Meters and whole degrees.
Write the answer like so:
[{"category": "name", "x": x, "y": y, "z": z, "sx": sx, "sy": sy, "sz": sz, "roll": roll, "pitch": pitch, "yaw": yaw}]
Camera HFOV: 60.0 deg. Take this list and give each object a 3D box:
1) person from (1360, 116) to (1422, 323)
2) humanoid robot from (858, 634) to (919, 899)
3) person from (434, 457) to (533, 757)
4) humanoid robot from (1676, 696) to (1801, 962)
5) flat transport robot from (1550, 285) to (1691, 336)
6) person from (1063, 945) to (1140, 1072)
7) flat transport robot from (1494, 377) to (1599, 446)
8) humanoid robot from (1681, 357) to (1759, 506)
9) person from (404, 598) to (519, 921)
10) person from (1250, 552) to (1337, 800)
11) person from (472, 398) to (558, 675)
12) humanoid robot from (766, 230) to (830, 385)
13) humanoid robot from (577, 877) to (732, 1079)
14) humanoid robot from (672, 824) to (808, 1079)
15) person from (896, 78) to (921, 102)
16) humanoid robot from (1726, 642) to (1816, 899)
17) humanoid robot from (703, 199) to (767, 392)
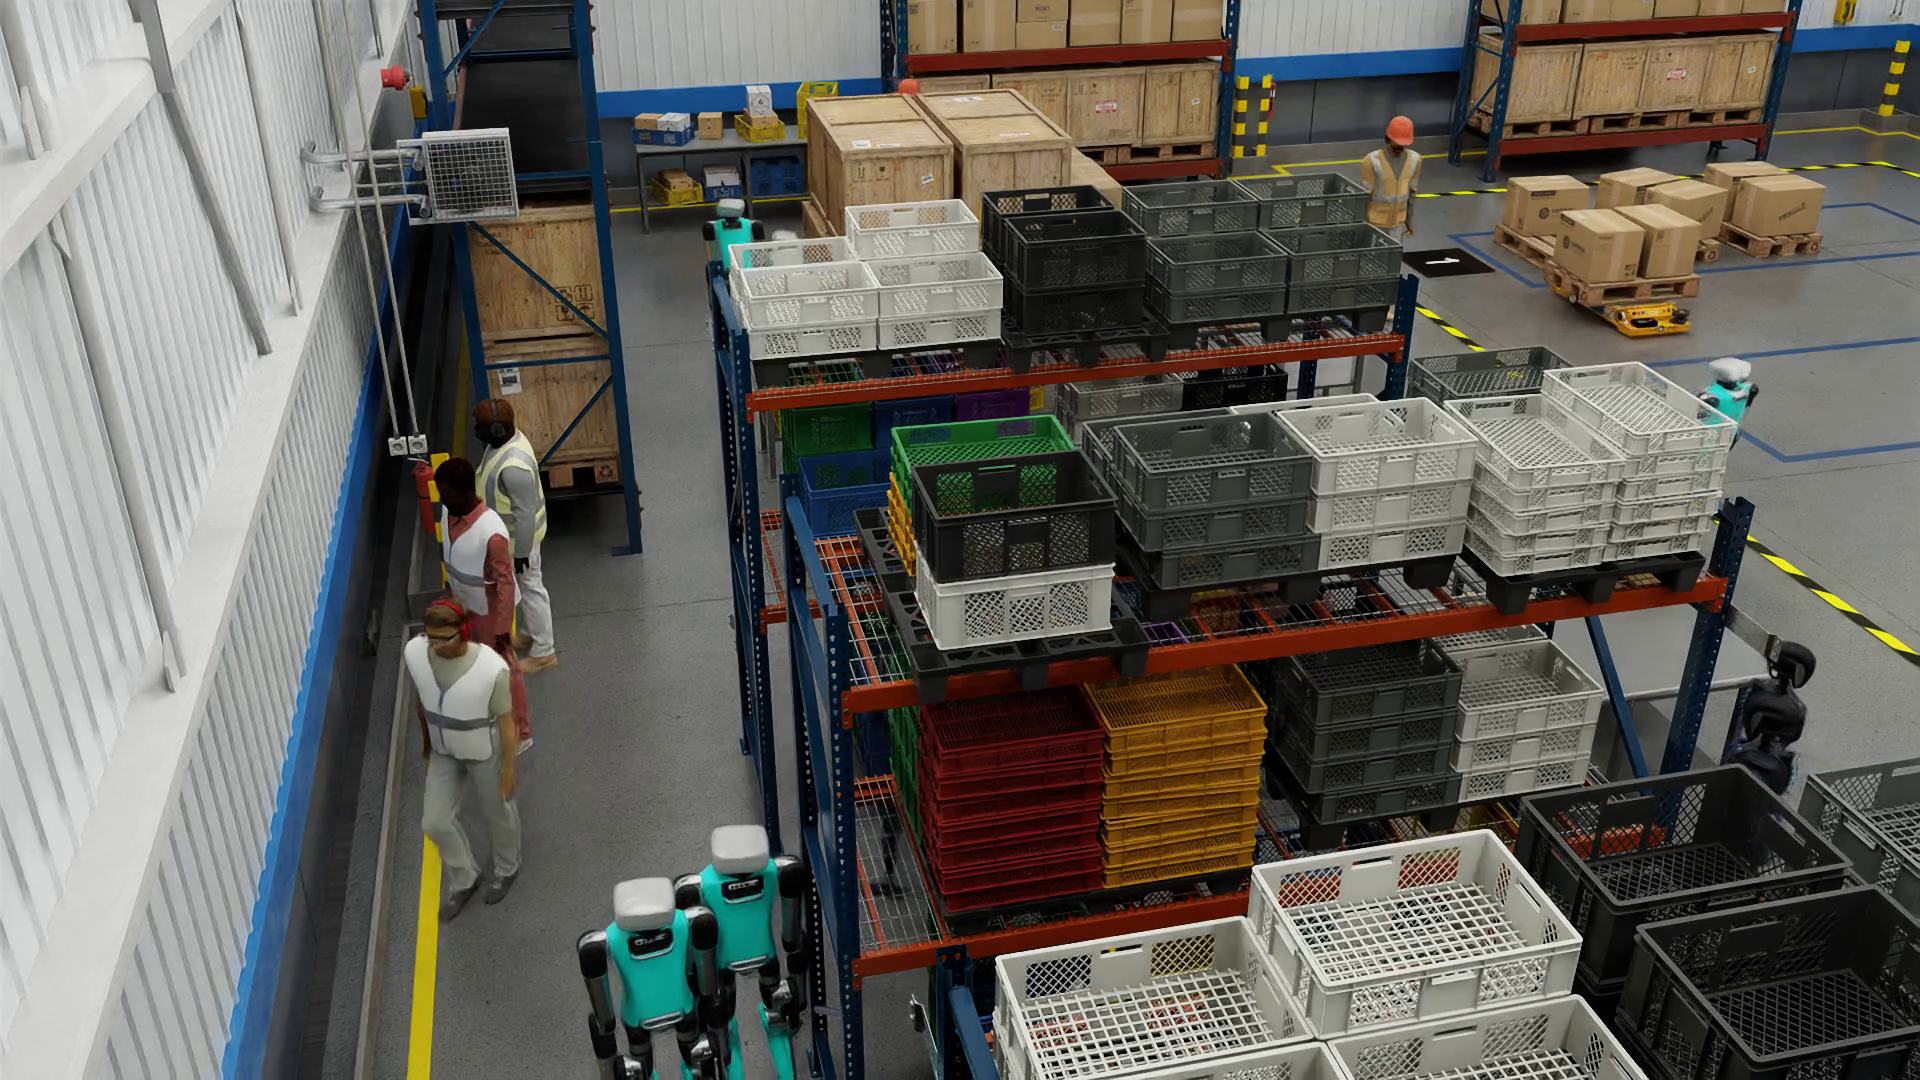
[{"category": "person", "x": 4.103, "y": -3.062, "z": 15.968, "sx": 0.607, "sy": 2.032, "sz": 0.403, "roll": -6, "pitch": 28, "yaw": -12}, {"category": "humanoid robot", "x": -0.182, "y": 1.195, "z": 8.320, "sx": 0.724, "sy": 1.641, "sz": 0.616, "roll": 3, "pitch": 28, "yaw": 7}, {"category": "person", "x": -2.735, "y": 0.388, "z": 9.548, "sx": 0.393, "sy": 1.914, "sz": 0.587, "roll": -25, "pitch": 37, "yaw": -38}, {"category": "humanoid robot", "x": 3.615, "y": 1.432, "z": 7.806, "sx": 0.357, "sy": 1.650, "sz": 0.600, "roll": 16, "pitch": 32, "yaw": 28}, {"category": "flat transport robot", "x": 6.560, "y": -2.386, "z": 16.544, "sx": 0.652, "sy": 0.197, "sz": 1.431, "roll": -6, "pitch": 28, "yaw": -12}, {"category": "person", "x": 0.533, "y": 2.213, "z": 6.132, "sx": 0.329, "sy": 1.872, "sz": 0.506, "roll": -6, "pitch": 28, "yaw": -11}, {"category": "flat transport robot", "x": 4.780, "y": -1.036, "z": 14.013, "sx": 0.659, "sy": 0.231, "sz": 1.431, "roll": -6, "pitch": 28, "yaw": -12}, {"category": "humanoid robot", "x": 4.910, "y": -0.504, "z": 11.500, "sx": 0.537, "sy": 1.769, "sz": 1.047, "roll": -15, "pitch": 31, "yaw": -27}, {"category": "person", "x": -2.490, "y": 1.109, "z": 8.275, "sx": 0.607, "sy": 1.815, "sz": 0.652, "roll": 8, "pitch": 29, "yaw": 15}, {"category": "person", "x": 1.818, "y": 0.659, "z": 9.199, "sx": 0.534, "sy": 1.766, "sz": 0.350, "roll": 19, "pitch": 33, "yaw": 32}, {"category": "person", "x": -2.799, "y": -0.032, "z": 10.421, "sx": 0.429, "sy": 1.842, "sz": 0.630, "roll": -10, "pitch": 29, "yaw": -18}, {"category": "humanoid robot", "x": -1.142, "y": -1.673, "z": 13.738, "sx": 0.853, "sy": 1.867, "sz": 0.572, "roll": -8, "pitch": 29, "yaw": -15}, {"category": "humanoid robot", "x": -1.091, "y": 2.167, "z": 6.380, "sx": 0.535, "sy": 1.817, "sz": 0.672, "roll": -10, "pitch": 29, "yaw": -18}, {"category": "humanoid robot", "x": -0.807, "y": 2.038, "z": 6.669, "sx": 0.541, "sy": 1.863, "sz": 0.657, "roll": -10, "pitch": 29, "yaw": -18}, {"category": "person", "x": -0.502, "y": -3.993, "z": 17.873, "sx": 0.887, "sy": 1.898, "sz": 0.541, "roll": -10, "pitch": 30, "yaw": -19}, {"category": "humanoid robot", "x": 3.922, "y": 1.227, "z": 8.197, "sx": 0.326, "sy": 1.651, "sz": 0.589, "roll": 15, "pitch": 31, "yaw": 26}, {"category": "humanoid robot", "x": -1.924, "y": -1.984, "z": 14.261, "sx": 0.535, "sy": 1.749, "sz": 1.015, "roll": 0, "pitch": 28, "yaw": 0}]
